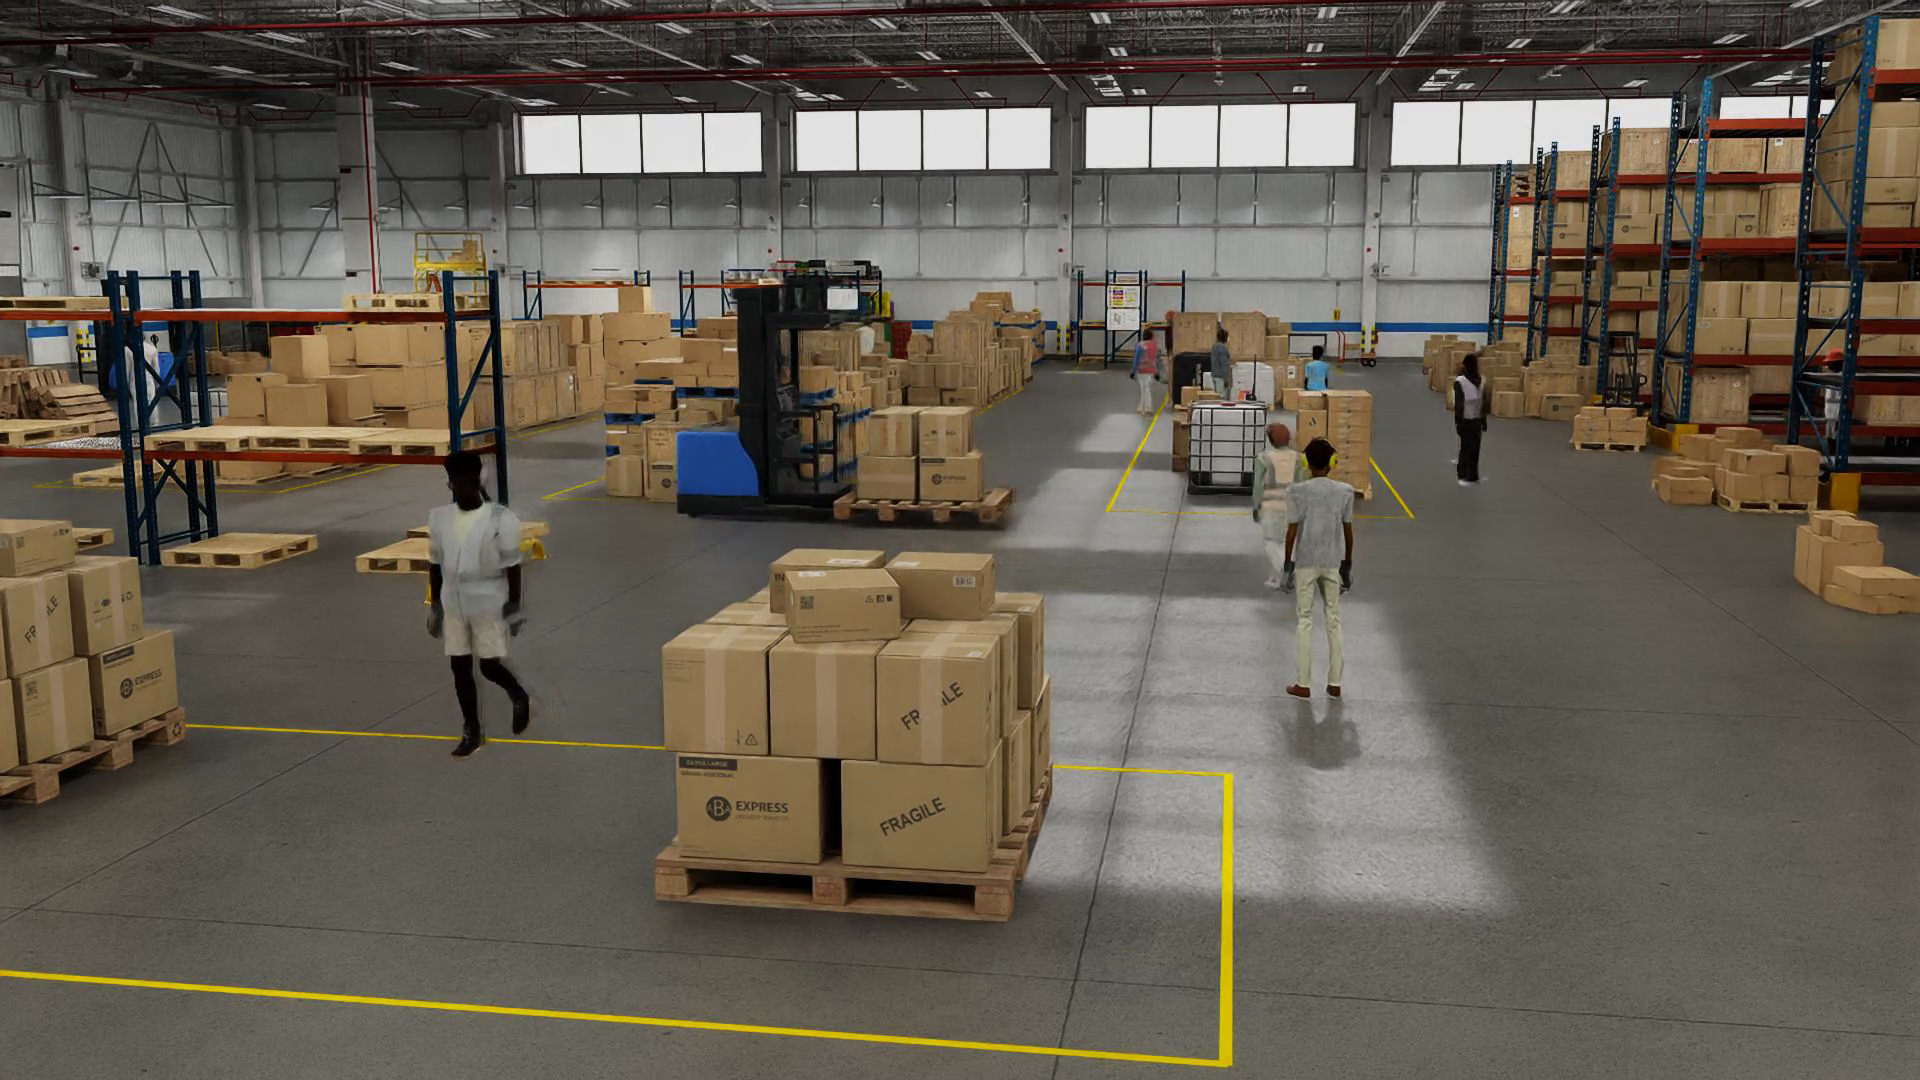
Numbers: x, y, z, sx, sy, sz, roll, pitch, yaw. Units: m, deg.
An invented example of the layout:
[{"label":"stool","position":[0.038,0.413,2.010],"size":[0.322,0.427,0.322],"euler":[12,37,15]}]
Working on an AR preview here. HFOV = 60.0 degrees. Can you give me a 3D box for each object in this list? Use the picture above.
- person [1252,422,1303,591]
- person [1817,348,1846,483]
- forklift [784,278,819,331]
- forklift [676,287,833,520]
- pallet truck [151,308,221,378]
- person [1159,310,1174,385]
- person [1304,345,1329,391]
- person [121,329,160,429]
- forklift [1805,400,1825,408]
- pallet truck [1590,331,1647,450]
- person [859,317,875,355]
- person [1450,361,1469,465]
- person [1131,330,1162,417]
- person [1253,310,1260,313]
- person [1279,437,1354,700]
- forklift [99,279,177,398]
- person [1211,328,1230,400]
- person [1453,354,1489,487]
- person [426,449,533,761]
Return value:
[{"label":"person","position":[3.019,-0.294,15.627],"size":[0.523,1.619,0.615],"euler":[-3,10,-19]},{"label":"person","position":[12.479,-1.771,23.745],"size":[0.376,1.934,0.547],"euler":[2,9,12]},{"label":"forklift","position":[-4.043,-5.283,42.498],"size":[1.129,2.768,1.873],"euler":[7,11,36]},{"label":"forklift","position":[-2.478,-1.707,20.439],"size":[1.873,2.768,1.129],"euler":[1,9,9]},{"label":"pallet truck","position":[-21.869,-5.598,47.154],"size":[0.823,1.965,1.885],"euler":[4,10,26]},{"label":"person","position":[5.641,-5.098,44.119],"size":[0.650,1.981,0.628],"euler":[7,11,35]},{"label":"person","position":[6.565,-2.738,30.498],"size":[0.537,1.675,0.615],"euler":[-6,11,-32]},{"label":"person","position":[-15.417,-3.004,31.344],"size":[0.633,1.936,0.353],"euler":[-6,11,-34]},{"label":"forklift","position":[19.074,-4.370,36.864],"size":[1.129,2.768,1.873],"euler":[-5,10,-26]},{"label":"pallet truck","position":[11.253,-2.573,28.499],"size":[0.823,1.965,1.885],"euler":[5,10,27]},{"label":"person","position":[-2.428,-4.677,41.893],"size":[0.641,1.874,1.087],"euler":[8,12,40]},{"label":"person","position":[7.868,-1.987,26.009],"size":[0.320,1.630,0.528],"euler":[-1,9,-3]},{"label":"person","position":[3.868,-3.487,34.786],"size":[0.609,1.781,0.889],"euler":[-7,11,-35]},{"label":"person","position":[8.110,-5.340,45.749],"size":[0.379,1.937,0.548],"euler":[-8,12,-42]},{"label":"person","position":[2.521,0.207,11.773],"size":[0.514,1.863,0.327],"euler":[-1,9,-4]},{"label":"forklift","position":[-19.606,-4.720,39.027],"size":[1.873,2.768,1.129],"euler":[1,9,9]},{"label":"person","position":[4.979,-3.069,31.739],"size":[0.369,1.939,0.631],"euler":[-2,9,-12]},{"label":"person","position":[7.225,-1.689,23.464],"size":[0.813,1.868,0.373],"euler":[-7,12,-37]},{"label":"person","position":[-3.008,0.384,10.415],"size":[0.613,1.944,0.572],"euler":[3,10,16]}]
